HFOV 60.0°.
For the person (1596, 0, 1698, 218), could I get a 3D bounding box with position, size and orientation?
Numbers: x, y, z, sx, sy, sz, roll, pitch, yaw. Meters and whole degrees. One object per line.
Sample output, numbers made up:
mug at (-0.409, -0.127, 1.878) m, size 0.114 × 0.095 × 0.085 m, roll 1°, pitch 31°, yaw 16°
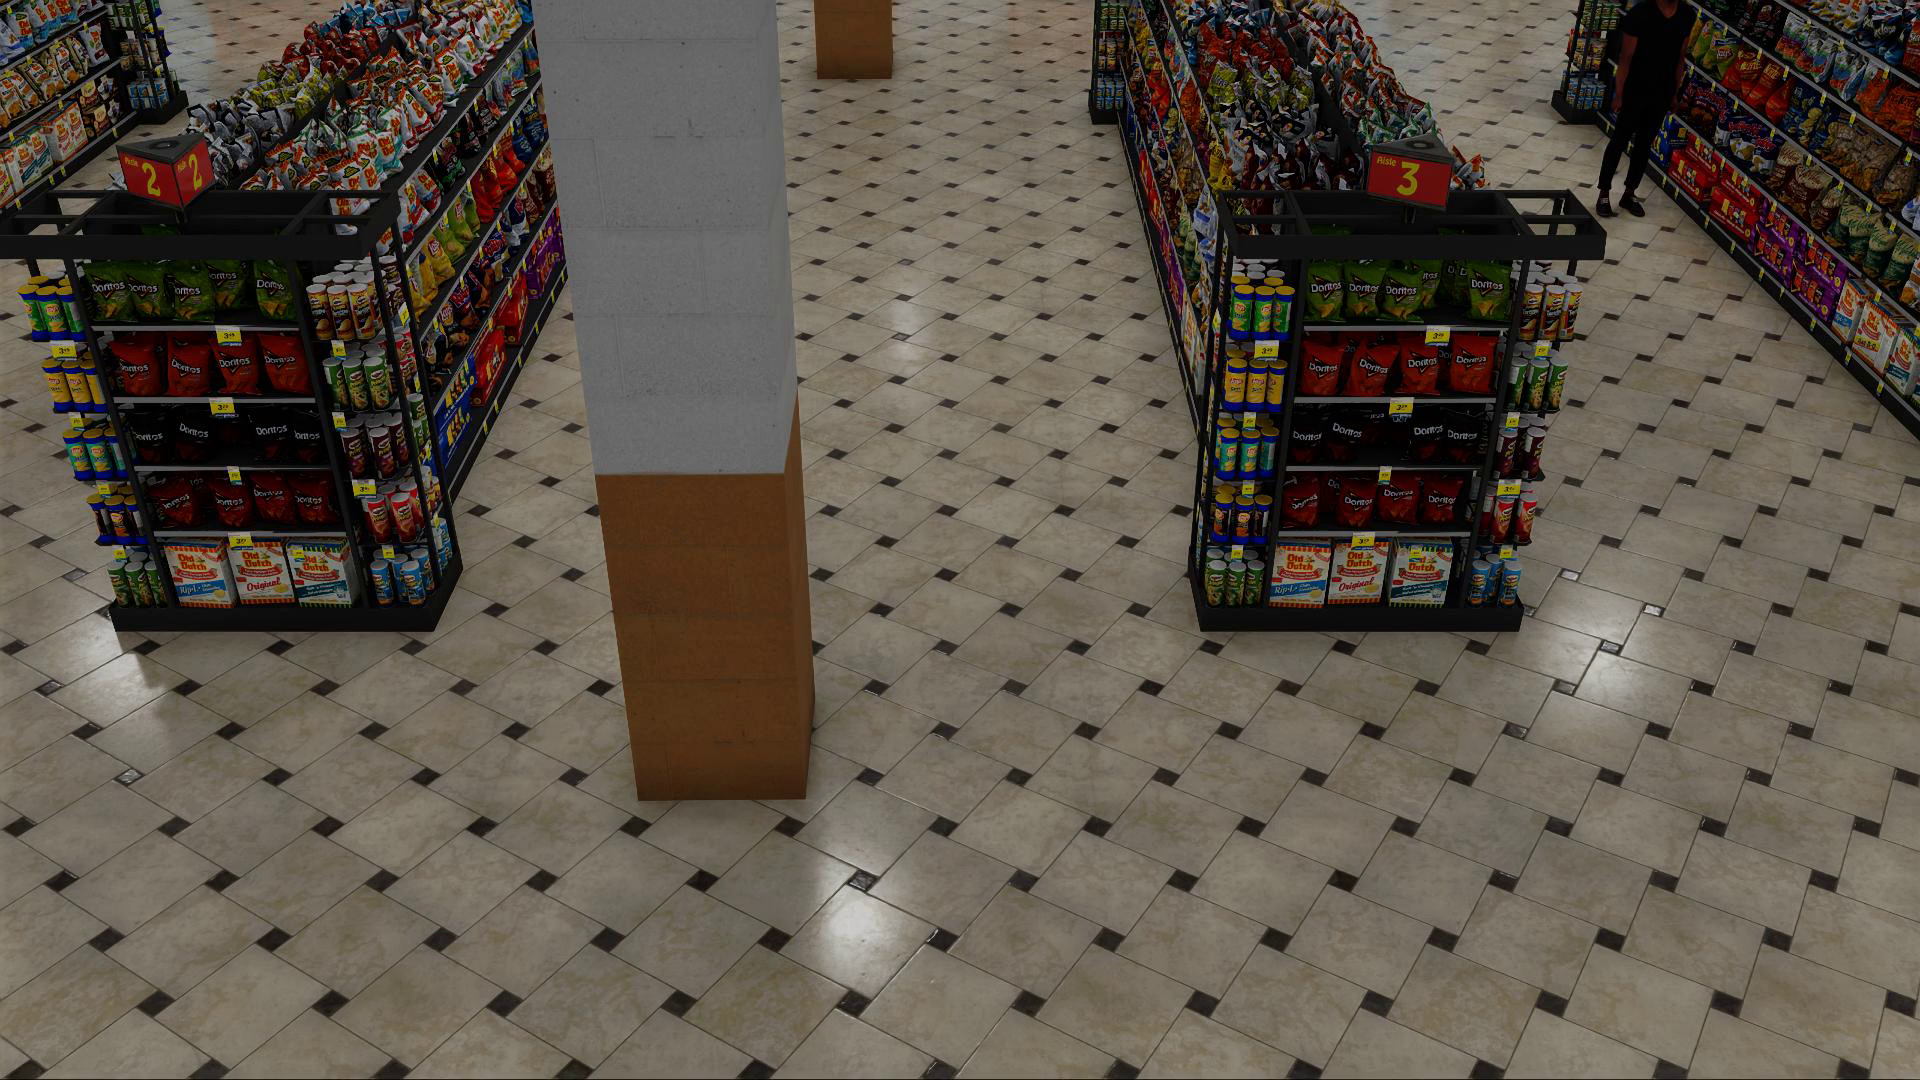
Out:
person at (5.019, -3.279, 12.172) m, size 0.676 × 1.819 × 0.552 m, roll -2°, pitch 32°, yaw -4°
